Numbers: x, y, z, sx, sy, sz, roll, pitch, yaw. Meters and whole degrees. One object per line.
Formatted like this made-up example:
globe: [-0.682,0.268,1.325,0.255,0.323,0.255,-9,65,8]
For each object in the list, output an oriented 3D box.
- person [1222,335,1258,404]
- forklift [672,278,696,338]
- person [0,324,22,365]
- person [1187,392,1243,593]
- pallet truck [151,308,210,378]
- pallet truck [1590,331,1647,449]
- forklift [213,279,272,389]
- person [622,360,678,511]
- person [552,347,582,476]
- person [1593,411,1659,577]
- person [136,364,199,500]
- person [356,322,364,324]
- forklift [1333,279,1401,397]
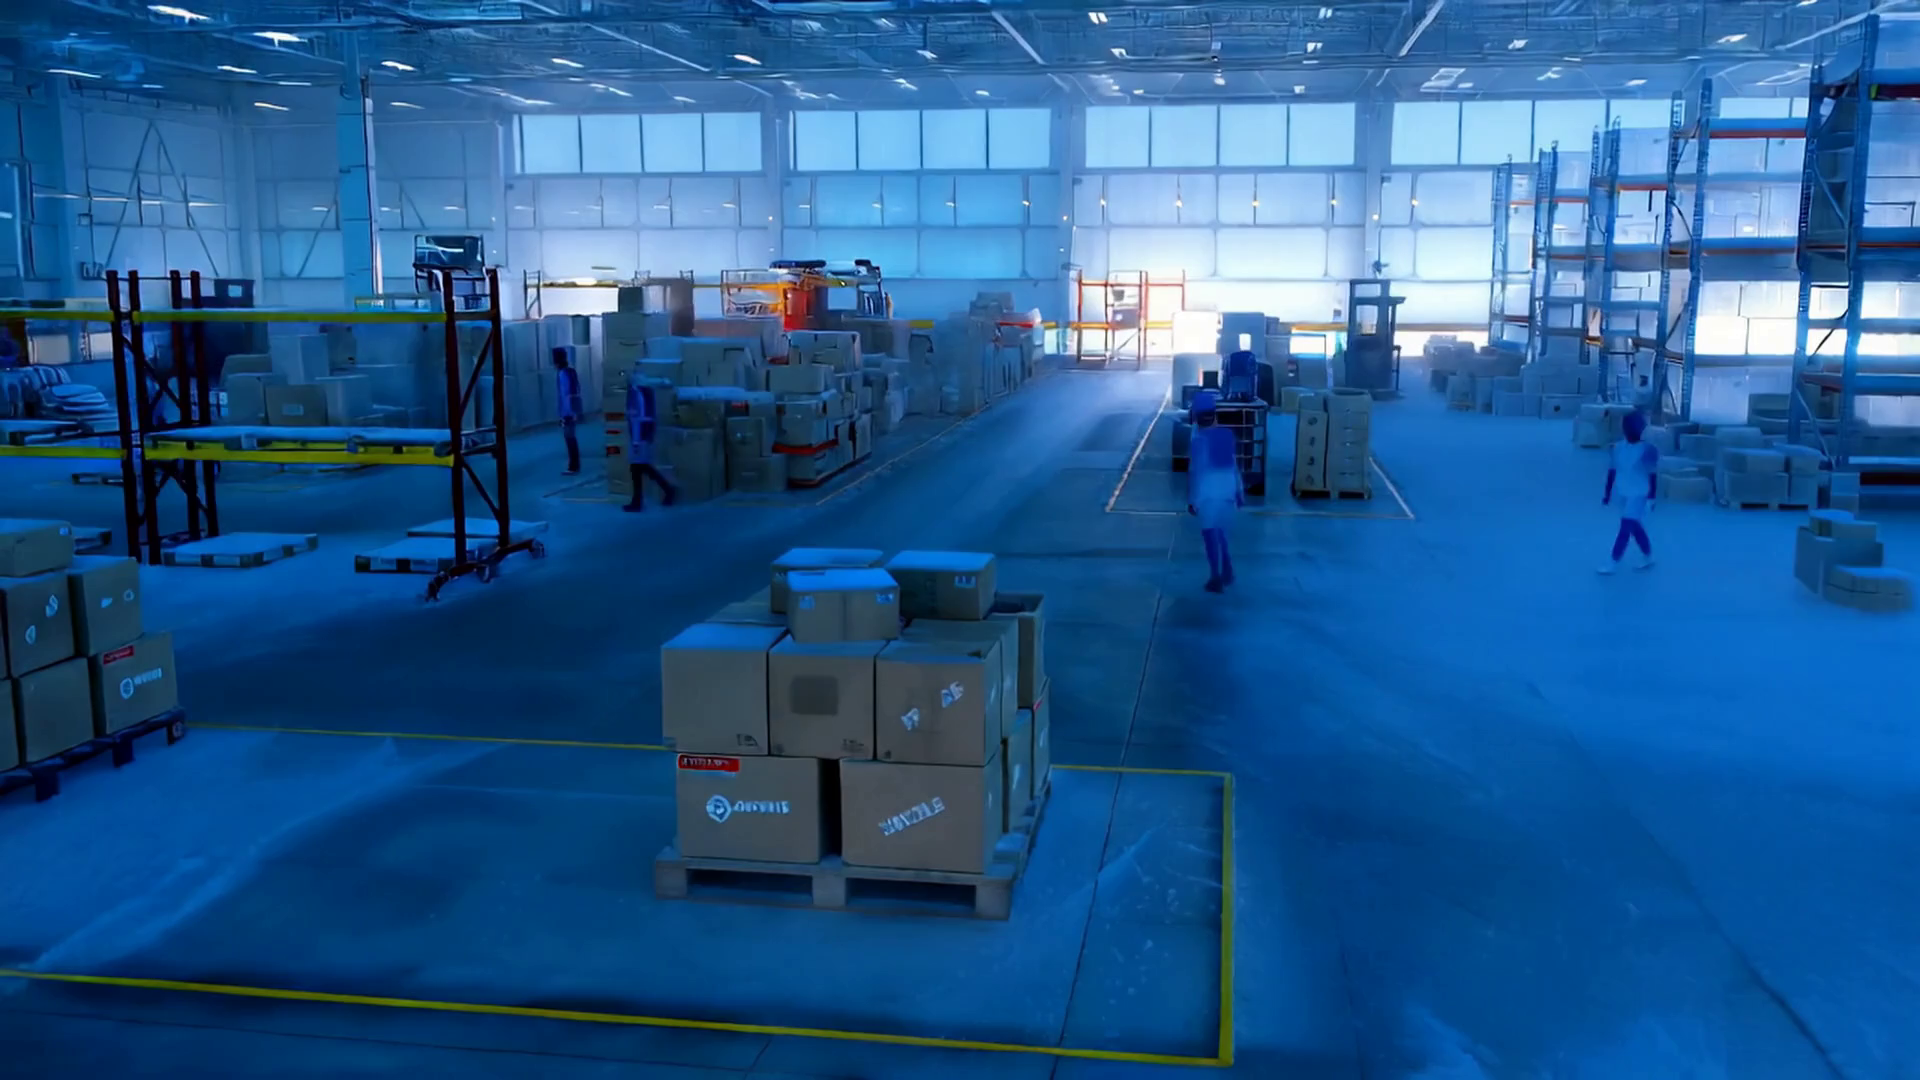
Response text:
person: [4.914,-2.605,28.983,0.802,1.918,0.549,8,12,42]
forklift: [-7.496,-5.725,45.224,1.873,2.768,1.129,1,9,9]
person: [-19.633,-3.481,34.326,0.581,1.920,0.661,8,12,39]
person: [2.374,-0.443,15.685,0.587,1.896,0.465,-4,10,-26]
pallet truck: [-21.869,-5.598,47.154,0.823,1.965,1.885,4,10,26]
pallet truck: [11.253,-2.573,28.499,0.823,1.965,1.885,5,10,27]
forklift: [-16.726,-4.639,38.526,1.873,2.768,1.129,4,10,22]
person: [-3.937,-1.303,20.948,0.625,1.909,0.555,2,10,15]
person: [-5.806,-1.897,24.619,0.405,1.907,0.590,-2,9,-12]
person: [6.701,-0.469,16.586,0.890,1.650,0.546,-4,10,-22]
person: [-10.629,-1.442,22.084,0.801,1.821,0.522,-5,11,-29]
person: [-15.896,-5.040,44.181,0.593,1.832,0.982,4,10,26]
forklift: [9.676,-4.803,39.535,1.129,2.768,1.873,-1,9,-4]
